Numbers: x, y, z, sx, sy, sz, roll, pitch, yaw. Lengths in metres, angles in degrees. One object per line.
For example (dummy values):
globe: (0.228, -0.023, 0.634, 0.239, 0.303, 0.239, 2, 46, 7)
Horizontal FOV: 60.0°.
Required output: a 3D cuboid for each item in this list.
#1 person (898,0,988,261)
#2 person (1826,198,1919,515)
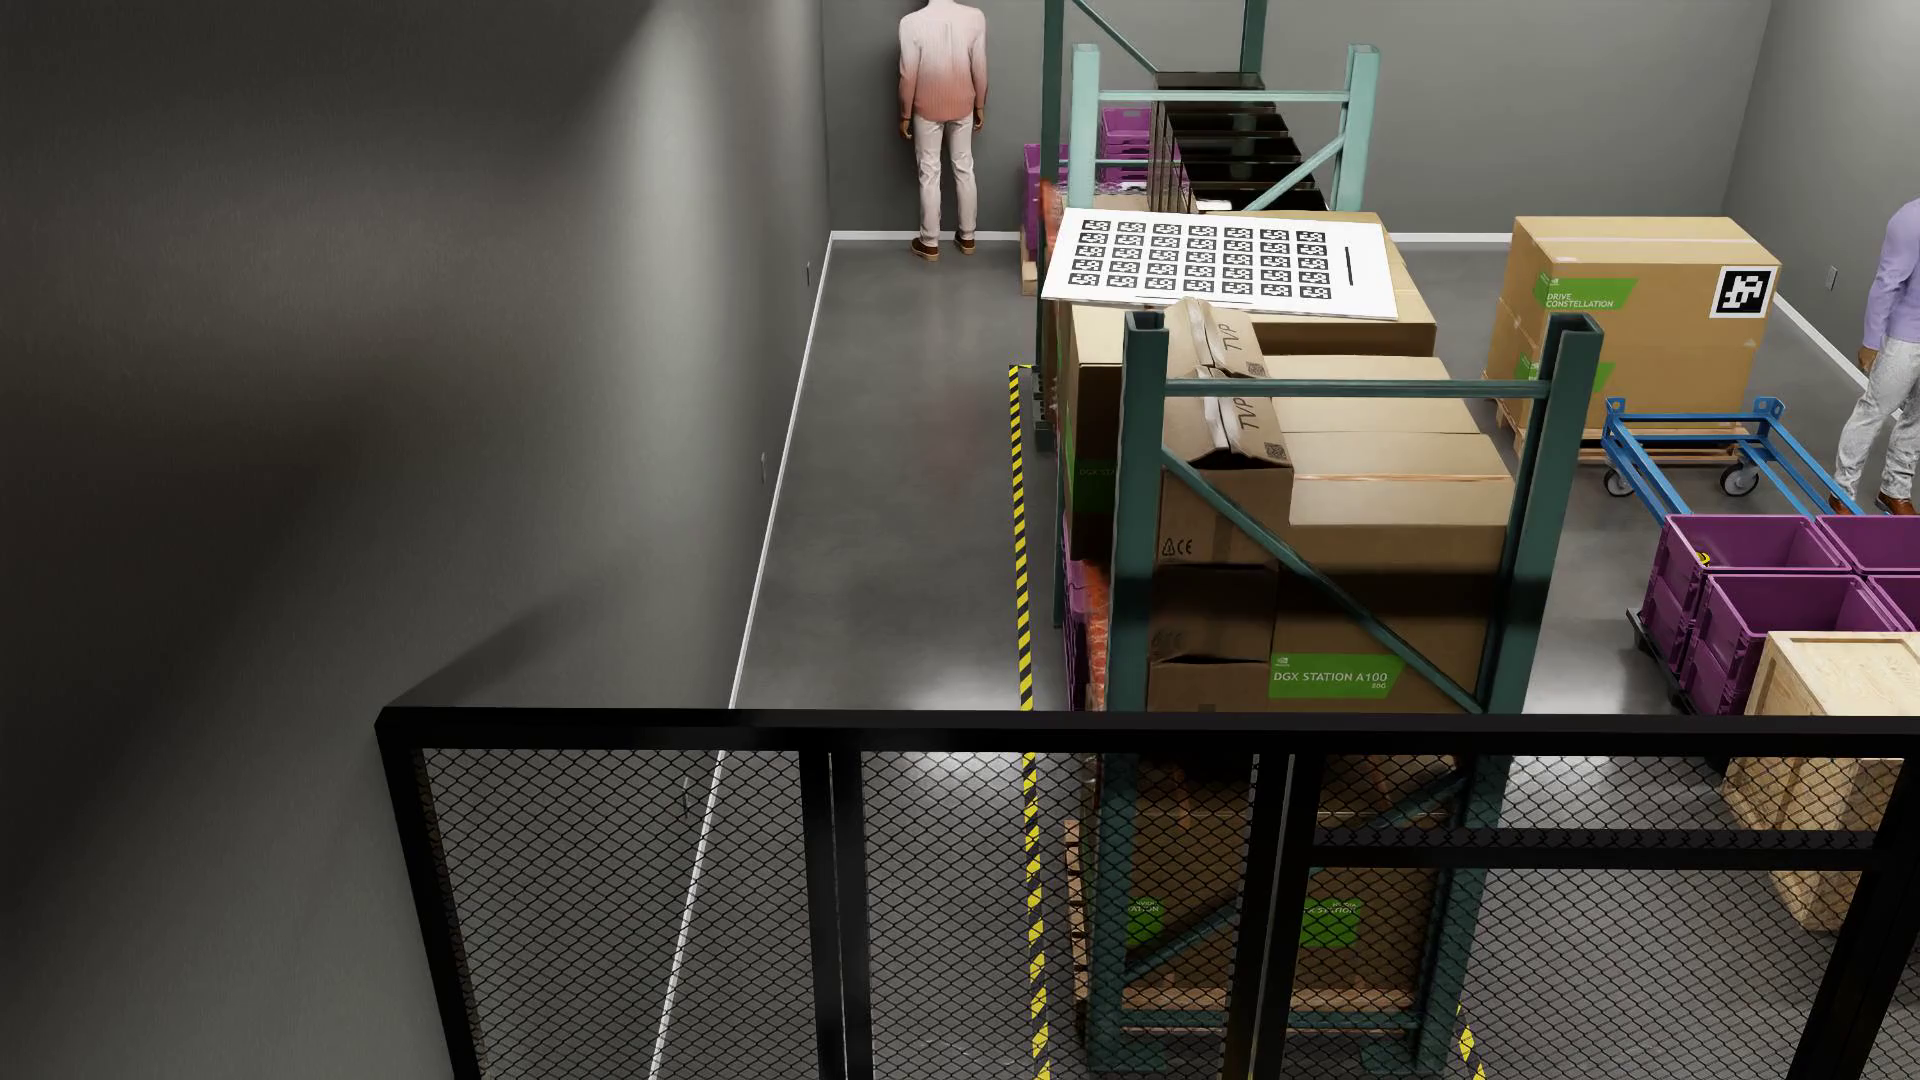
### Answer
person: (-0.122, -2.824, 10.853, 0.623, 1.991, 0.396, -13, 33, -20)
person: (4.523, -0.942, 7.779, 0.636, 1.939, 0.363, -1, 31, -2)
